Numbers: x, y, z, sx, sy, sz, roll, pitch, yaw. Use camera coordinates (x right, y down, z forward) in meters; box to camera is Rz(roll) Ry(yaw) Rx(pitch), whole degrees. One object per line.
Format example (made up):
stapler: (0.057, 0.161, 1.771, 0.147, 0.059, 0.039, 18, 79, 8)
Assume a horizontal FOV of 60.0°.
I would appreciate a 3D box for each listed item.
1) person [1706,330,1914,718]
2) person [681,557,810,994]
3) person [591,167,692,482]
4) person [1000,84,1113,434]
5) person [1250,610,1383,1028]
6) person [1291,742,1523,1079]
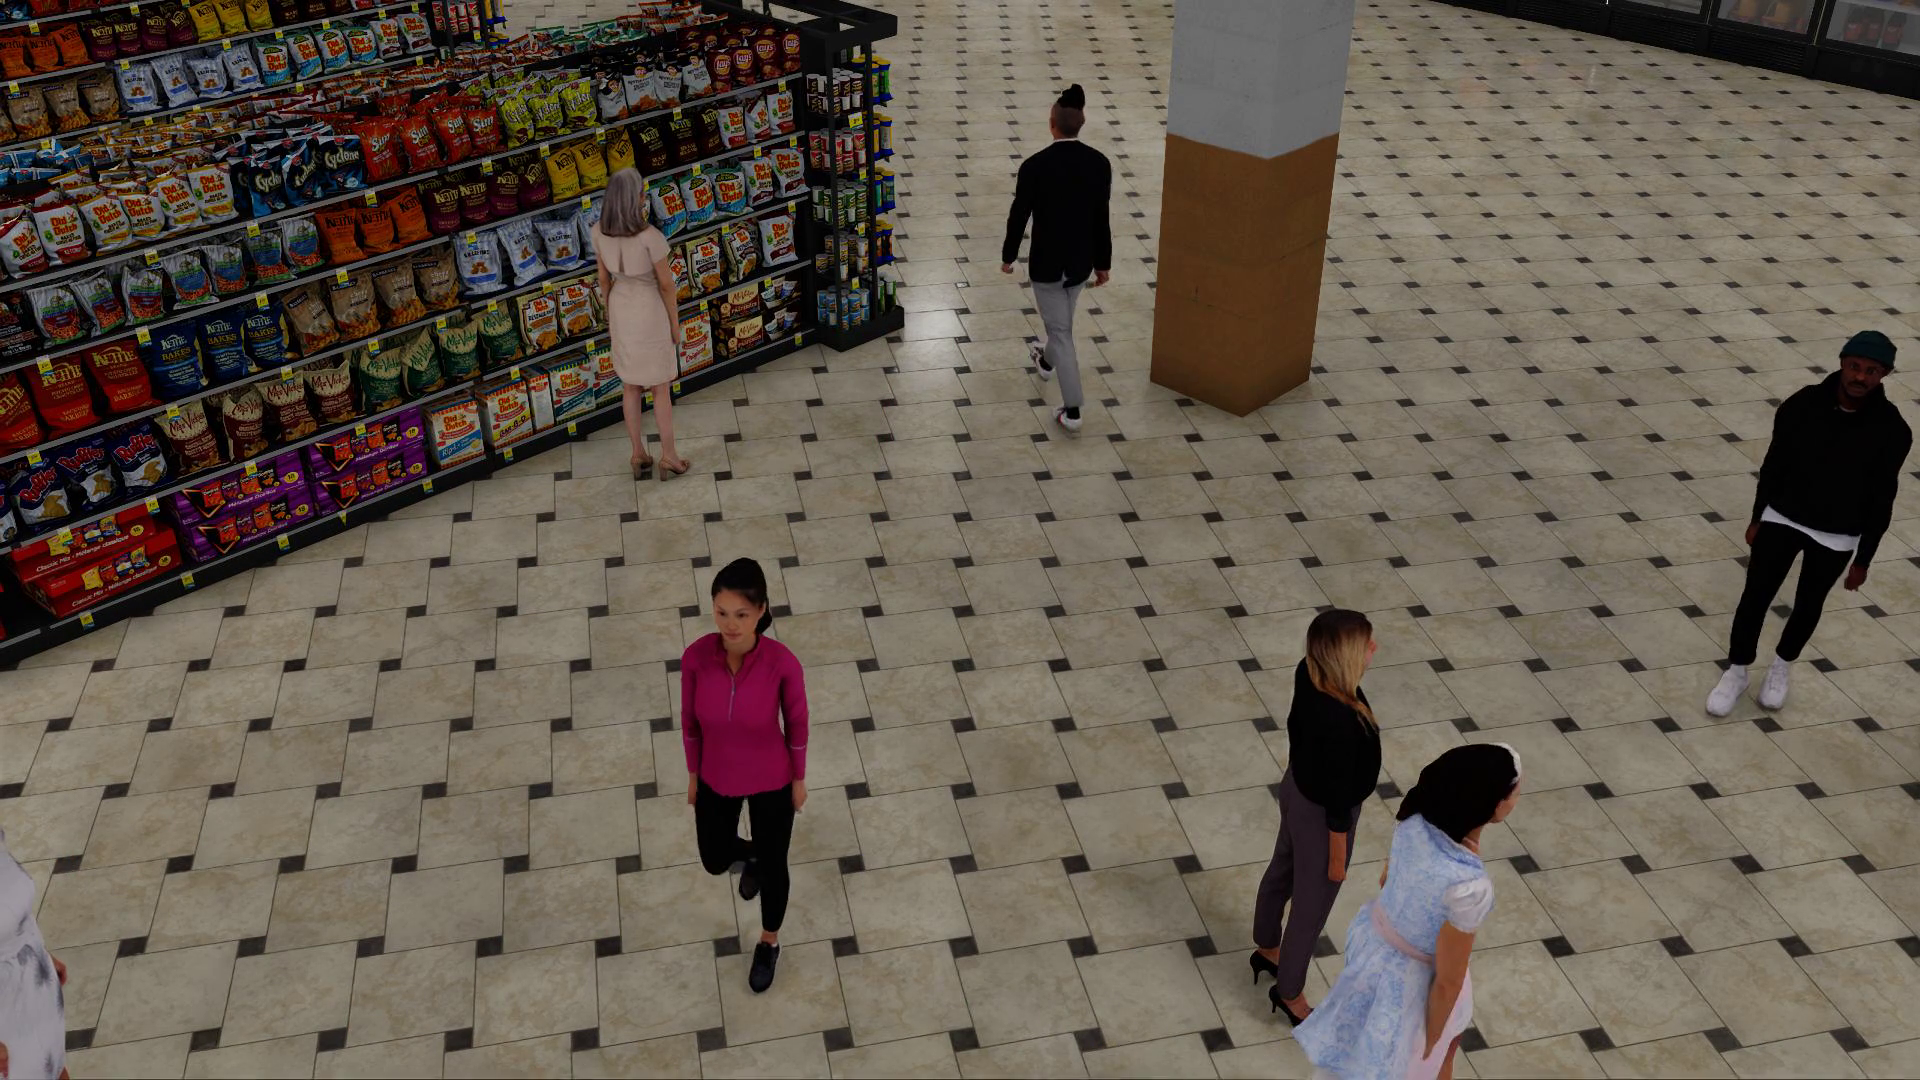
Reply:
person: (3.633, -0.090, 7.059, 0.773, 1.801, 0.830, 18, 36, 26)
person: (-0.722, 0.772, 5.778, 0.834, 1.692, 0.916, 4, 32, 6)
person: (-1.679, -1.117, 8.772, 0.682, 1.736, 0.691, 9, 33, 15)
person: (0.605, -1.514, 9.250, 1.228, 1.904, 1.111, -12, 34, -18)
person: (1.171, 0.932, 5.542, 0.723, 1.670, 0.687, -4, 32, -6)
person: (1.189, 1.341, 4.810, 1.166, 1.748, 1.029, -3, 32, -5)
